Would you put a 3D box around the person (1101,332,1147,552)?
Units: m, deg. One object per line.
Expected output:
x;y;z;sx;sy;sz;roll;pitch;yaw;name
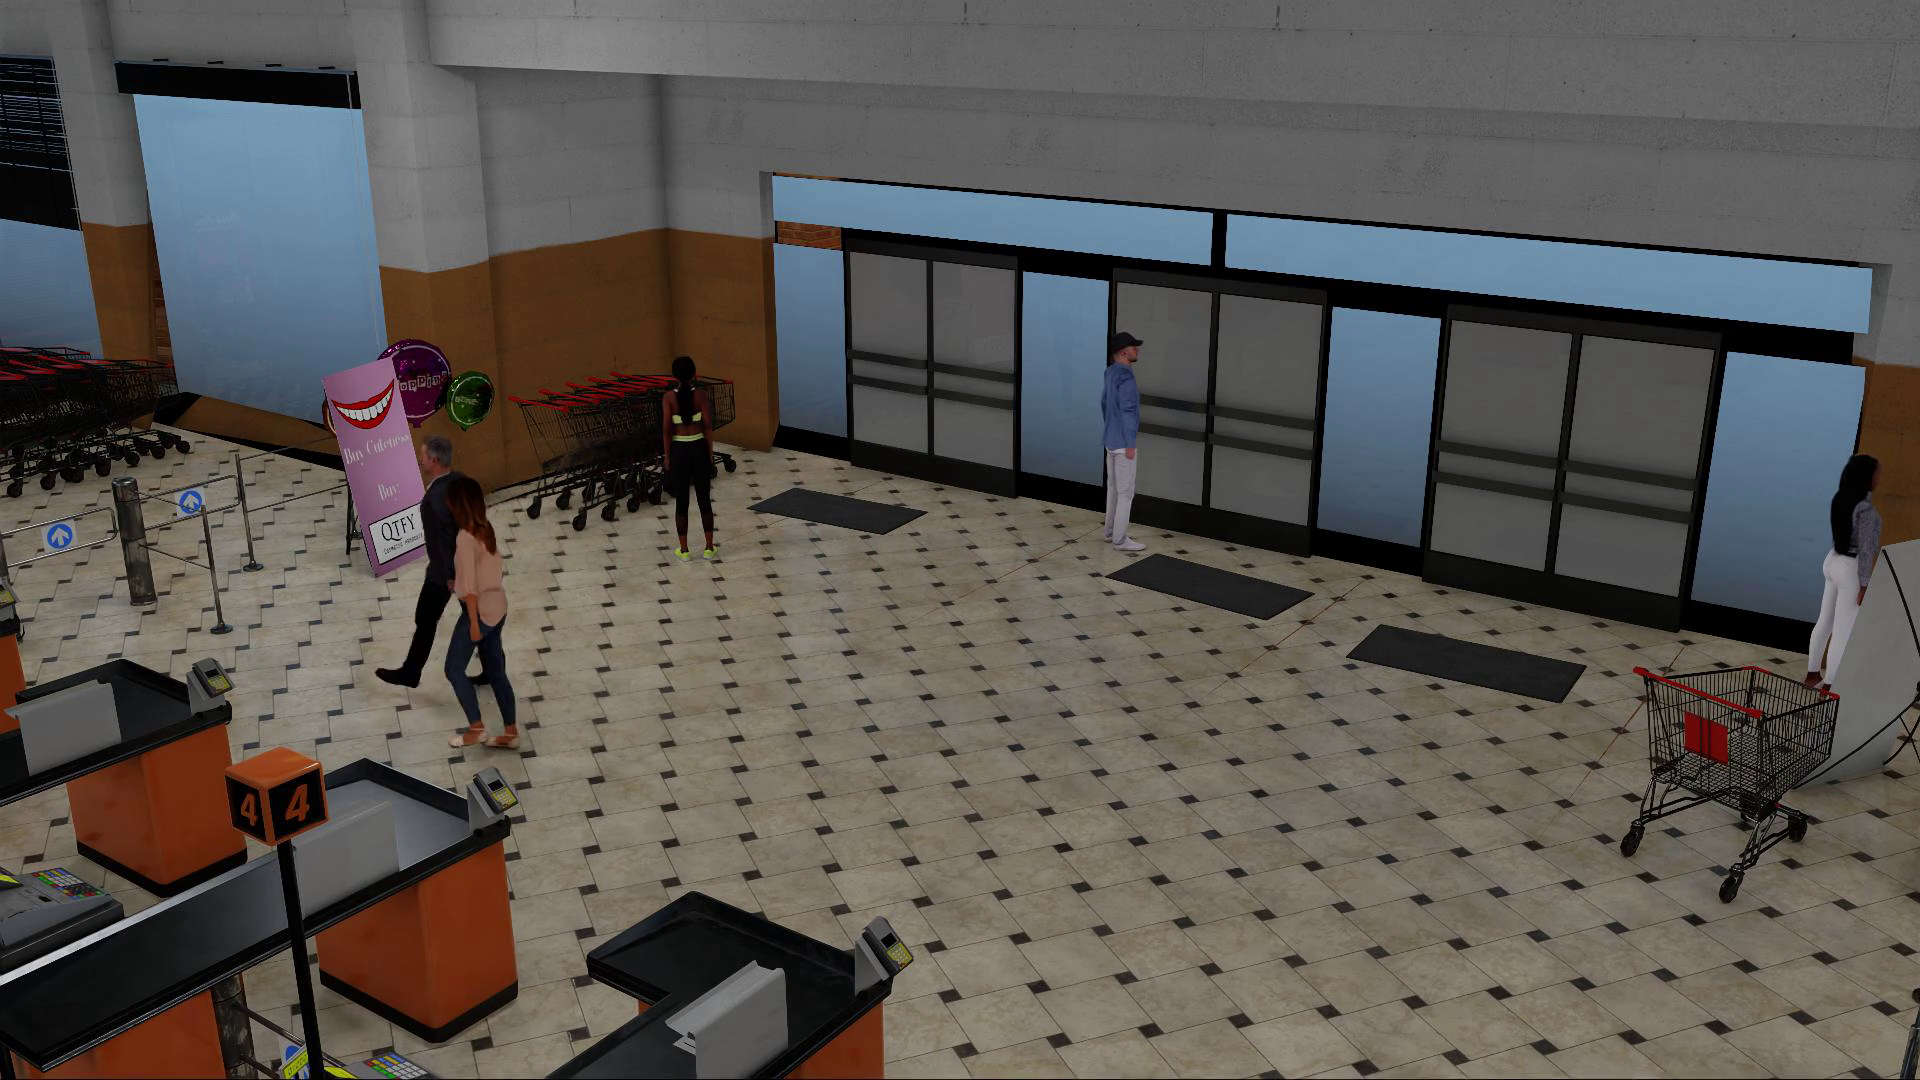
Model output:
1.389;-0.857;14.284;0.779;1.888;0.738;-5;19;-14;person

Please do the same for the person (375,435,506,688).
-3.370;0.184;11.326;1.172;1.806;1.198;1;19;2;person

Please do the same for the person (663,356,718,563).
-2.271;-0.685;13.981;0.630;1.755;0.701;-4;19;-13;person

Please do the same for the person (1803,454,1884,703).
5.988;0.255;11.239;0.732;1.726;0.630;1;19;3;person

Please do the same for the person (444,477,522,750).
-2.921;0.490;10.480;0.830;1.765;0.758;2;19;5;person
